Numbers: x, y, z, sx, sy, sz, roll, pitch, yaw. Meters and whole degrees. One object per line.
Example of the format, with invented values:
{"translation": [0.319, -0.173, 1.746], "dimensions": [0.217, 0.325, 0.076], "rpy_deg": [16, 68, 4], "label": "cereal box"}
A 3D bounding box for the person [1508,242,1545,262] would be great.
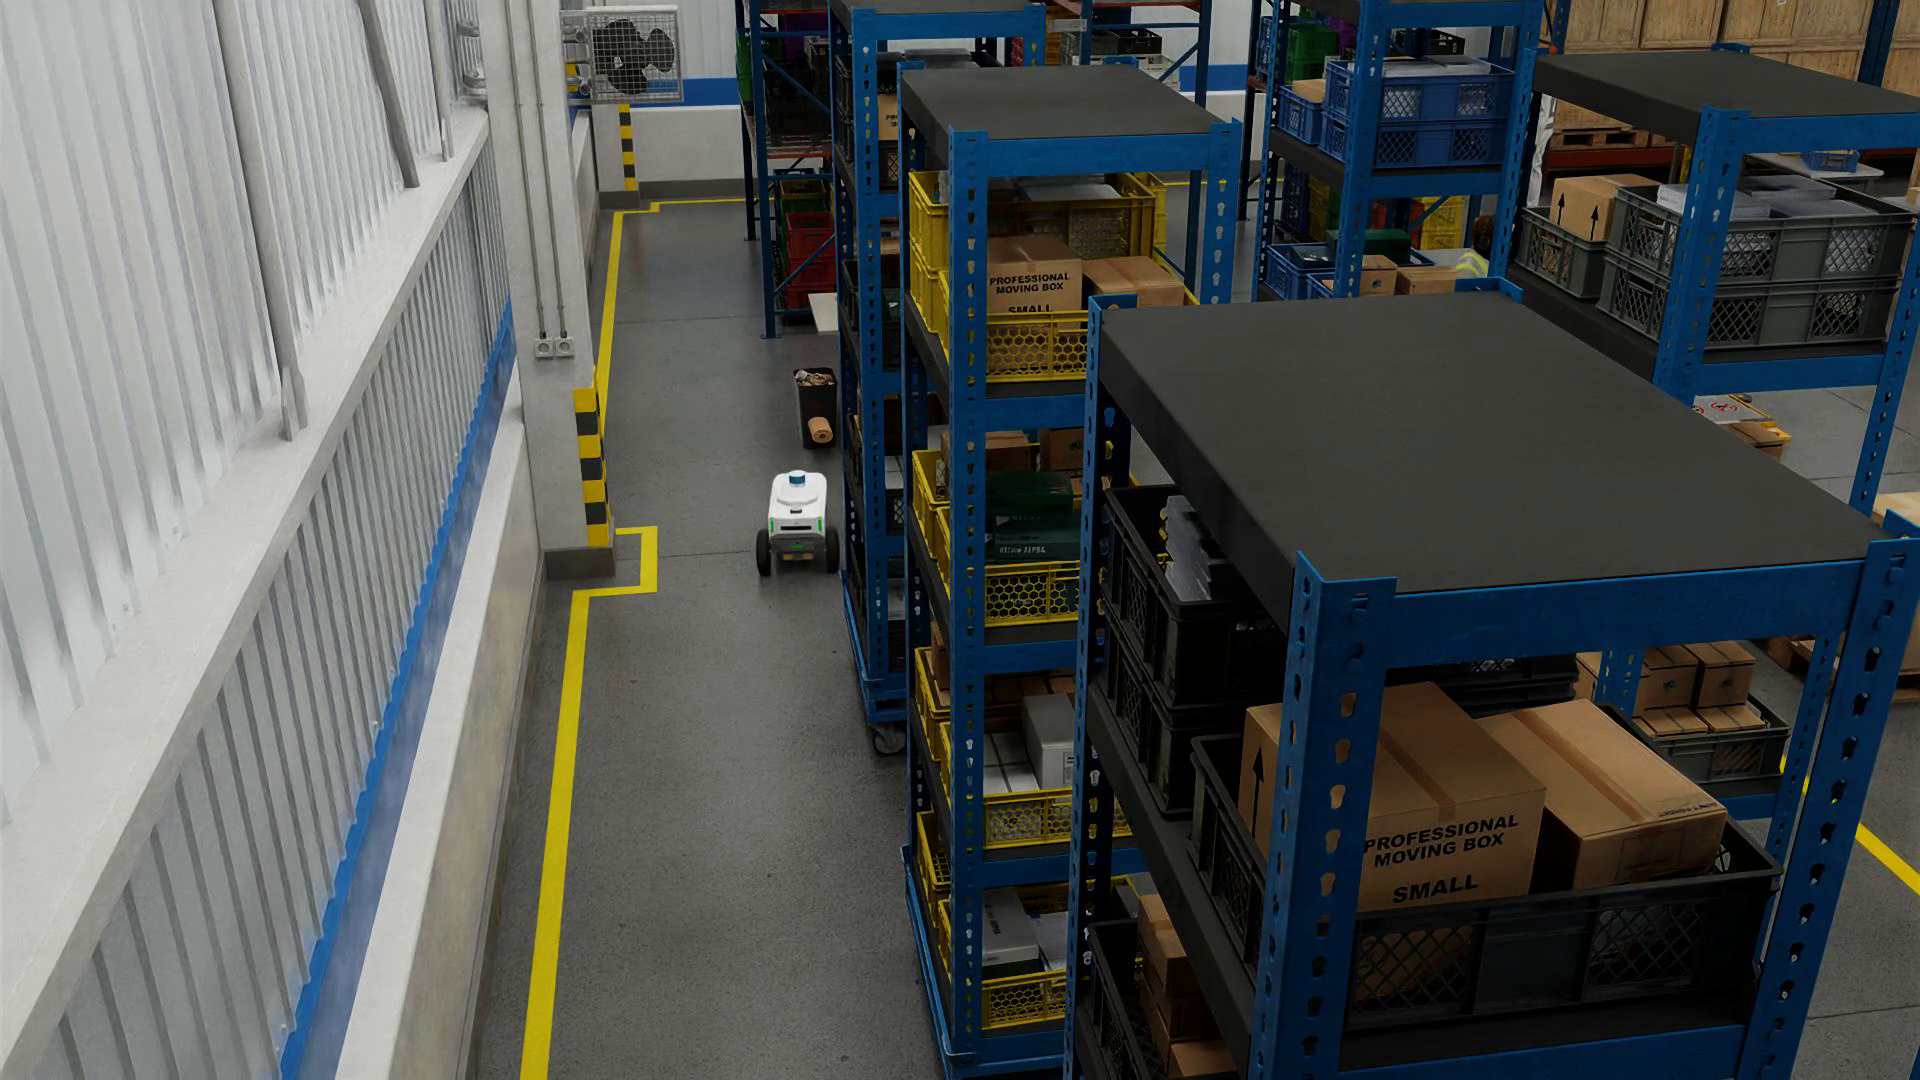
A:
{"translation": [3.476, -1.033, 10.531], "dimensions": [0.372, 1.940, 0.631], "rpy_deg": [10, 26, 20], "label": "person"}

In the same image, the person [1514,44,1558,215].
{"translation": [6.118, -4.307, 17.712], "dimensions": [0.353, 1.884, 0.578], "rpy_deg": [6, 25, 13], "label": "person"}

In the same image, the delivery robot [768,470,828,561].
{"translation": [-0.993, -0.190, 10.234], "dimensions": [0.477, 0.478, 0.707], "rpy_deg": [-1, 25, -2], "label": "delivery robot"}

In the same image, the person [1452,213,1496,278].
{"translation": [3.462, -1.277, 11.176], "dimensions": [0.429, 1.845, 0.621], "rpy_deg": [16, 29, 31], "label": "person"}

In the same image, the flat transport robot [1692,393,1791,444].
{"translation": [5.224, -0.859, 12.132], "dimensions": [1.431, 0.197, 0.652], "rpy_deg": [-4, 25, -8], "label": "flat transport robot"}
